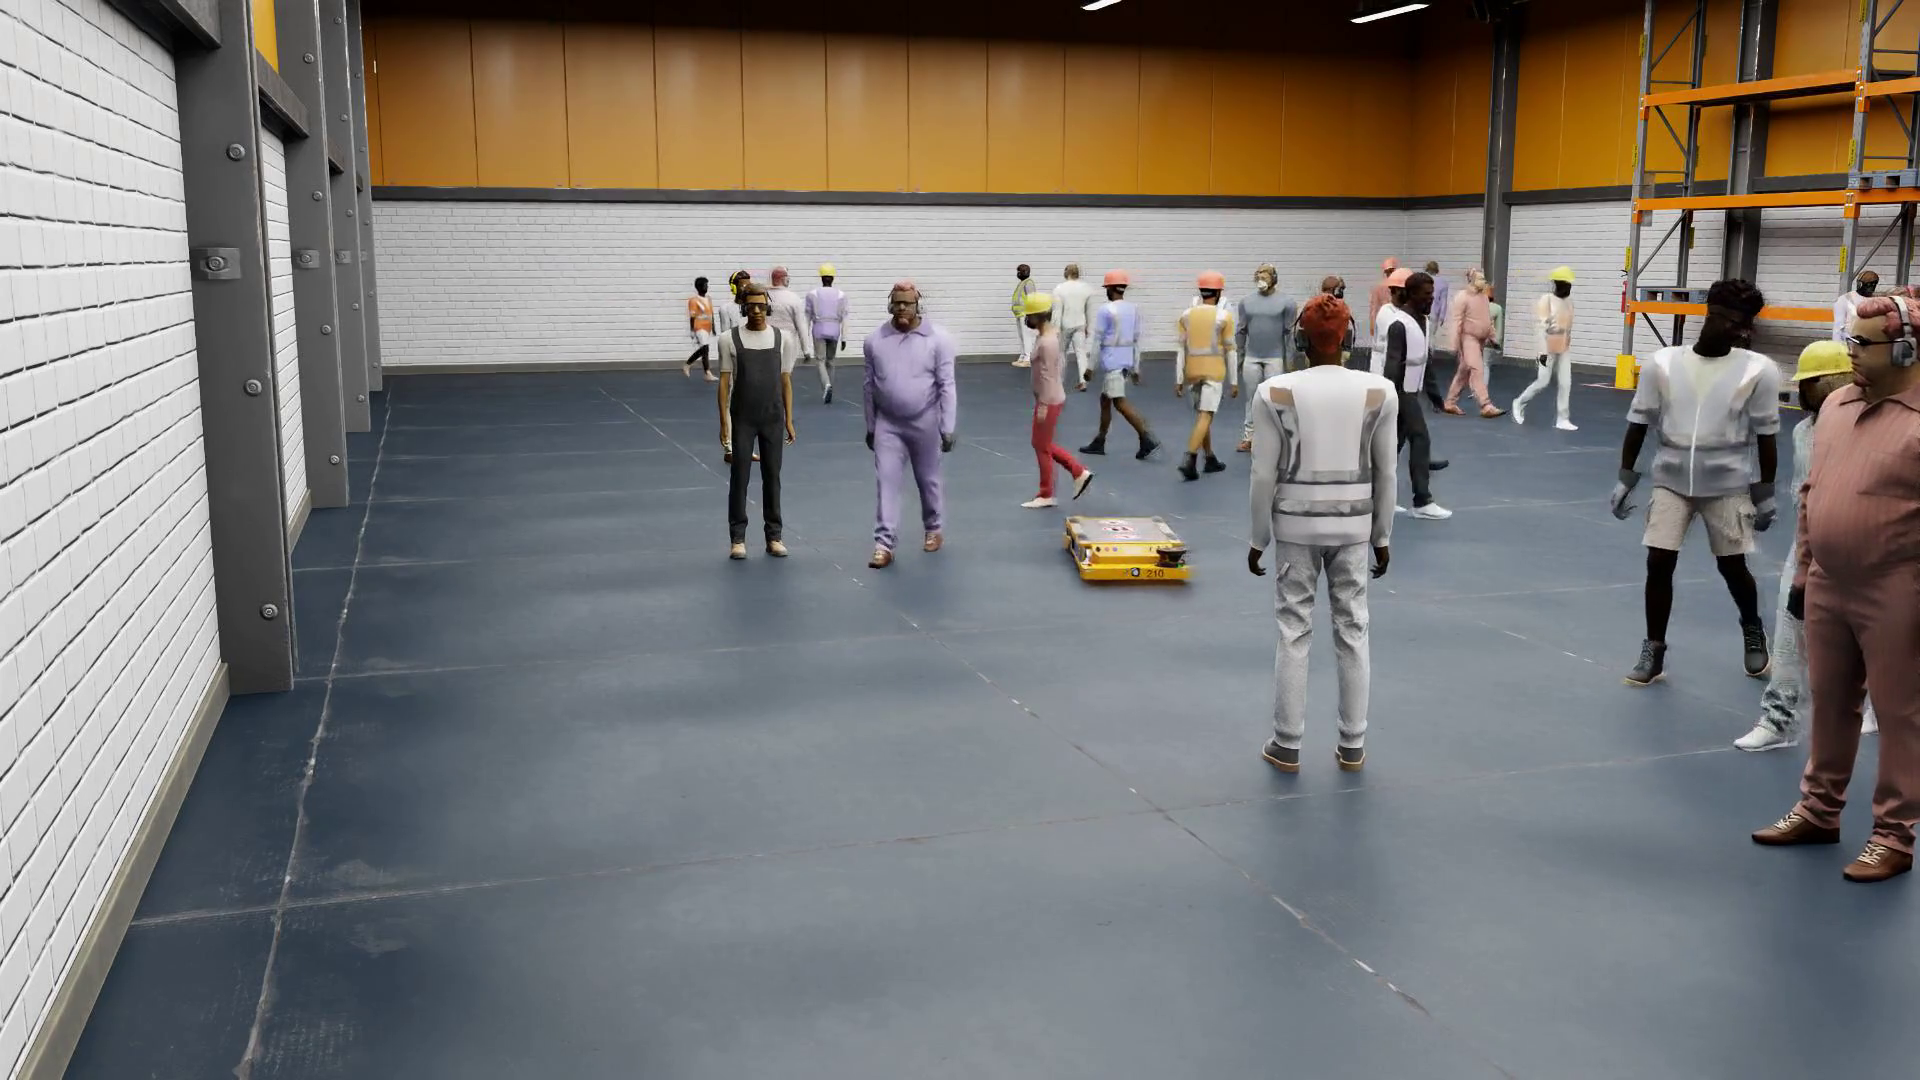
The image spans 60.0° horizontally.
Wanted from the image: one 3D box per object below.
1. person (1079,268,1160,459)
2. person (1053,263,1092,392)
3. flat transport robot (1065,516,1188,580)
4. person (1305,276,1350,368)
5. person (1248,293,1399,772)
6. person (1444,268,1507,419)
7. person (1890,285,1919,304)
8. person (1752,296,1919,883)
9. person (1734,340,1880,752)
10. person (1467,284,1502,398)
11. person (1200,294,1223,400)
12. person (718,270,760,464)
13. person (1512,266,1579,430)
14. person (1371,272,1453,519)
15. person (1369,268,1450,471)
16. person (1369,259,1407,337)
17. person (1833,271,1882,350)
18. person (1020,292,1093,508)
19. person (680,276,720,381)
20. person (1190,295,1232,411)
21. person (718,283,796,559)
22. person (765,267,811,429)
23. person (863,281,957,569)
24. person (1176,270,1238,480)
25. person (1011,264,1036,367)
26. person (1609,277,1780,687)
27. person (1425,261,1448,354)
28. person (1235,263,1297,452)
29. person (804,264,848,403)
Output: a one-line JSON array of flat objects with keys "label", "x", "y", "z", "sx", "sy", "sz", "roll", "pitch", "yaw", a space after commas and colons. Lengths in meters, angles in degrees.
[{"label": "person", "x": 1.622, "y": -1.754, "z": 16.584, "sx": 0.966, "sy": 1.898, "sz": 0.553, "roll": 8, "pitch": 13, "yaw": 40}, {"label": "person", "x": 1.673, "y": -3.151, "z": 24.675, "sx": 0.654, "sy": 1.891, "sz": 1.033, "roll": -3, "pitch": 10, "yaw": -18}, {"label": "flat transport robot", "x": 1.068, "y": 0.035, "z": 10.897, "sx": 0.652, "sy": 0.197, "sz": 1.431, "roll": 0, "pitch": 10, "yaw": -1}, {"label": "person", "x": 3.823, "y": -1.756, "z": 16.849, "sx": 0.795, "sy": 1.808, "sz": 0.666, "roll": -1, "pitch": 10, "yaw": -6}, {"label": "person", "x": 1.417, "y": -0.019, "z": 6.537, "sx": 0.572, "sy": 1.887, "sz": 0.356, "roll": 0, "pitch": 10, "yaw": 1}, {"label": "person", "x": 6.435, "y": -2.451, "z": 20.712, "sx": 0.961, "sy": 1.858, "sz": 0.648, "roll": 9, "pitch": 13, "yaw": 43}, {"label": "person", "x": 6.160, "y": -0.772, "z": 11.046, "sx": 0.446, "sy": 1.830, "sz": 0.597, "roll": 2, "pitch": 10, "yaw": 10}, {"label": "person", "x": 2.983, "y": 0.160, "z": 5.462, "sx": 0.401, "sy": 1.904, "sz": 0.641, "roll": -3, "pitch": 10, "yaw": -17}, {"label": "person", "x": 3.645, "y": 0.018, "z": 6.904, "sx": 0.912, "sy": 1.690, "sz": 0.486, "roll": -5, "pitch": 11, "yaw": -26}, {"label": "person", "x": 7.228, "y": -2.737, "z": 23.047, "sx": 0.520, "sy": 1.616, "sz": 0.436, "roll": 0, "pitch": 10, "yaw": 2}, {"label": "person", "x": 3.442, "y": -2.747, "z": 23.067, "sx": 0.502, "sy": 1.631, "sz": 0.285, "roll": 4, "pitch": 11, "yaw": 24}, {"label": "person", "x": -2.120, "y": -1.672, "z": 16.155, "sx": 0.326, "sy": 1.874, "sz": 0.519, "roll": 6, "pitch": 12, "yaw": 32}, {"label": "person", "x": 6.869, "y": -2.241, "z": 19.375, "sx": 0.595, "sy": 1.902, "sz": 0.783, "roll": -5, "pitch": 11, "yaw": -27}, {"label": "person", "x": 3.559, "y": -1.109, "z": 12.866, "sx": 0.844, "sy": 1.887, "sz": 0.616, "roll": 5, "pitch": 11, "yaw": 28}, {"label": "person", "x": 4.049, "y": -1.524, "z": 15.234, "sx": 0.955, "sy": 1.893, "sz": 0.553, "roll": 7, "pitch": 12, "yaw": 34}, {"label": "person", "x": 6.726, "y": -3.420, "z": 26.086, "sx": 0.644, "sy": 1.942, "sz": 1.043, "roll": 0, "pitch": 10, "yaw": -2}, {"label": "person", "x": 10.412, "y": -2.189, "z": 19.248, "sx": 0.621, "sy": 1.839, "sz": 0.429, "roll": -1, "pitch": 10, "yaw": -4}, {"label": "person", "x": 0.740, "y": -1.099, "z": 13.230, "sx": 0.548, "sy": 1.736, "sz": 0.535, "roll": 0, "pitch": 10, "yaw": -2}, {"label": "person", "x": -4.188, "y": -3.384, "z": 26.637, "sx": 0.741, "sy": 1.671, "sz": 0.533, "roll": 4, "pitch": 11, "yaw": 24}, {"label": "person", "x": 3.273, "y": -2.600, "z": 21.731, "sx": 0.602, "sy": 1.809, "sz": 0.793, "roll": 7, "pitch": 12, "yaw": 36}, {"label": "person", "x": -1.360, "y": -0.793, "z": 11.141, "sx": 0.517, "sy": 1.843, "sz": 0.325, "roll": -4, "pitch": 10, "yaw": -20}, {"label": "person", "x": -2.025, "y": -2.231, "z": 19.362, "sx": 0.666, "sy": 1.869, "sz": 0.861, "roll": 4, "pitch": 11, "yaw": 24}, {"label": "person", "x": -0.340, "y": -0.788, "z": 11.091, "sx": 0.658, "sy": 1.860, "sz": 0.970, "roll": 2, "pitch": 10, "yaw": 9}, {"label": "person", "x": 2.222, "y": -1.505, "z": 15.133, "sx": 0.560, "sy": 1.899, "sz": 0.976, "roll": 7, "pitch": 12, "yaw": 35}, {"label": "person", "x": 1.139, "y": -4.035, "z": 29.923, "sx": 0.429, "sy": 1.841, "sz": 0.633, "roll": -2, "pitch": 10, "yaw": -12}, {"label": "person", "x": 3.507, "y": -0.274, "z": 7.908, "sx": 0.725, "sy": 1.943, "sz": 0.687, "roll": 7, "pitch": 12, "yaw": 36}, {"label": "person", "x": 8.343, "y": -4.011, "z": 29.606, "sx": 0.638, "sy": 1.912, "sz": 0.883, "roll": 2, "pitch": 10, "yaw": 11}, {"label": "person", "x": 3.116, "y": -1.847, "z": 16.997, "sx": 0.688, "sy": 1.933, "sz": 0.423, "roll": 5, "pitch": 11, "yaw": 29}, {"label": "person", "x": -1.823, "y": -2.827, "z": 22.780, "sx": 0.599, "sy": 1.899, "sz": 0.842, "roll": -3, "pitch": 10, "yaw": -17}]
